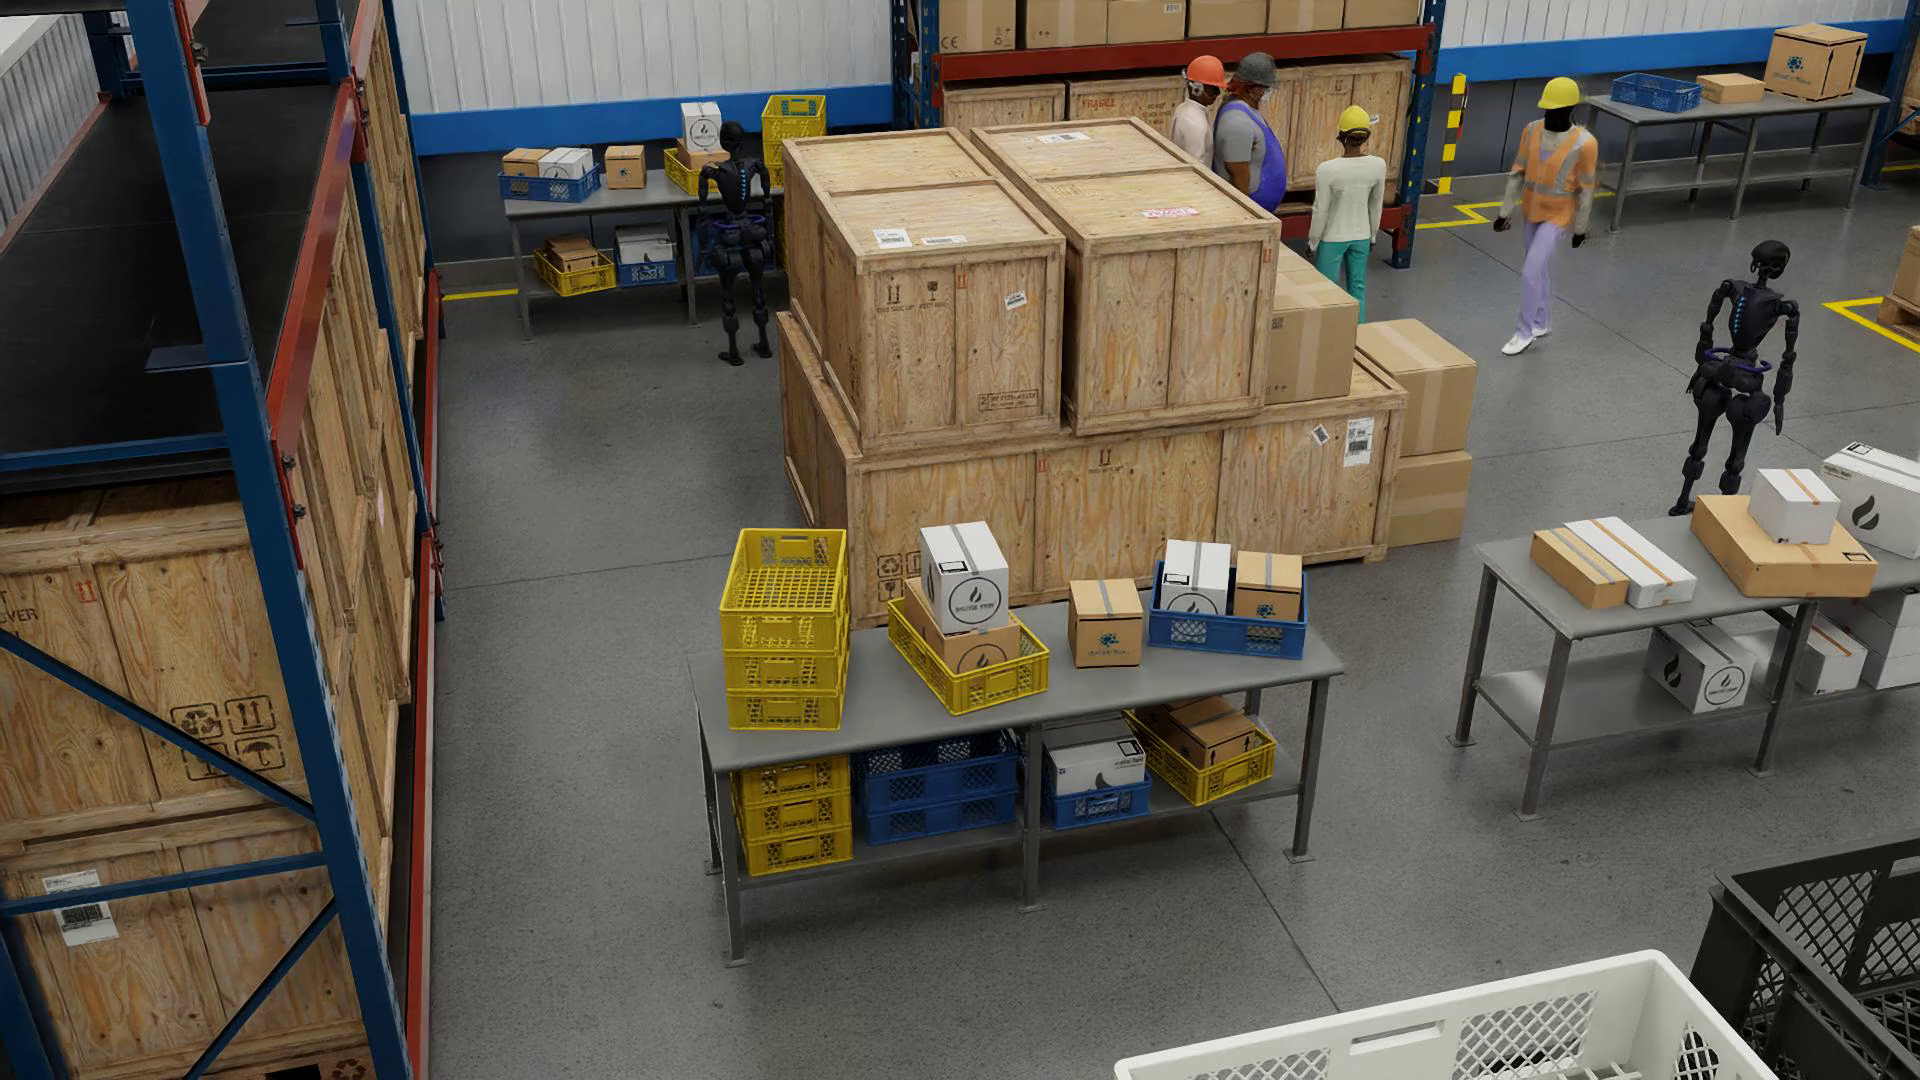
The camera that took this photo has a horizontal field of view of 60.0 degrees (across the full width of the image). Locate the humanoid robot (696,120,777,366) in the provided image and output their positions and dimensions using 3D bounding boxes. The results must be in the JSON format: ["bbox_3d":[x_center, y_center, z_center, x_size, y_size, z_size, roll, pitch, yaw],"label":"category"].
[{"bbox_3d":[-1.515,-2.032,11.332,0.587,1.656,0.328,-18,33,-29],"label":"humanoid robot"}]

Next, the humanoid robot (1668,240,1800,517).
[{"bbox_3d":[4.294,-0.858,9.199,0.315,1.657,0.610,-18,33,-29],"label":"humanoid robot"}]

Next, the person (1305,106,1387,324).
[{"bbox_3d":[2.591,-2.053,11.290,0.532,1.766,0.326,-8,30,-15],"label":"person"}]

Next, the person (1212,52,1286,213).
[{"bbox_3d":[1.993,-2.379,11.600,0.536,2.000,0.672,2,29,4],"label":"person"}]

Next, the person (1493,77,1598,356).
[{"bbox_3d":[3.973,-2.225,11.463,0.743,1.901,0.588,-15,32,-25],"label":"person"}]

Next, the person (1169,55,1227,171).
[{"bbox_3d":[1.627,-2.384,11.665,0.387,1.987,0.608,-1,29,-1],"label":"person"}]
